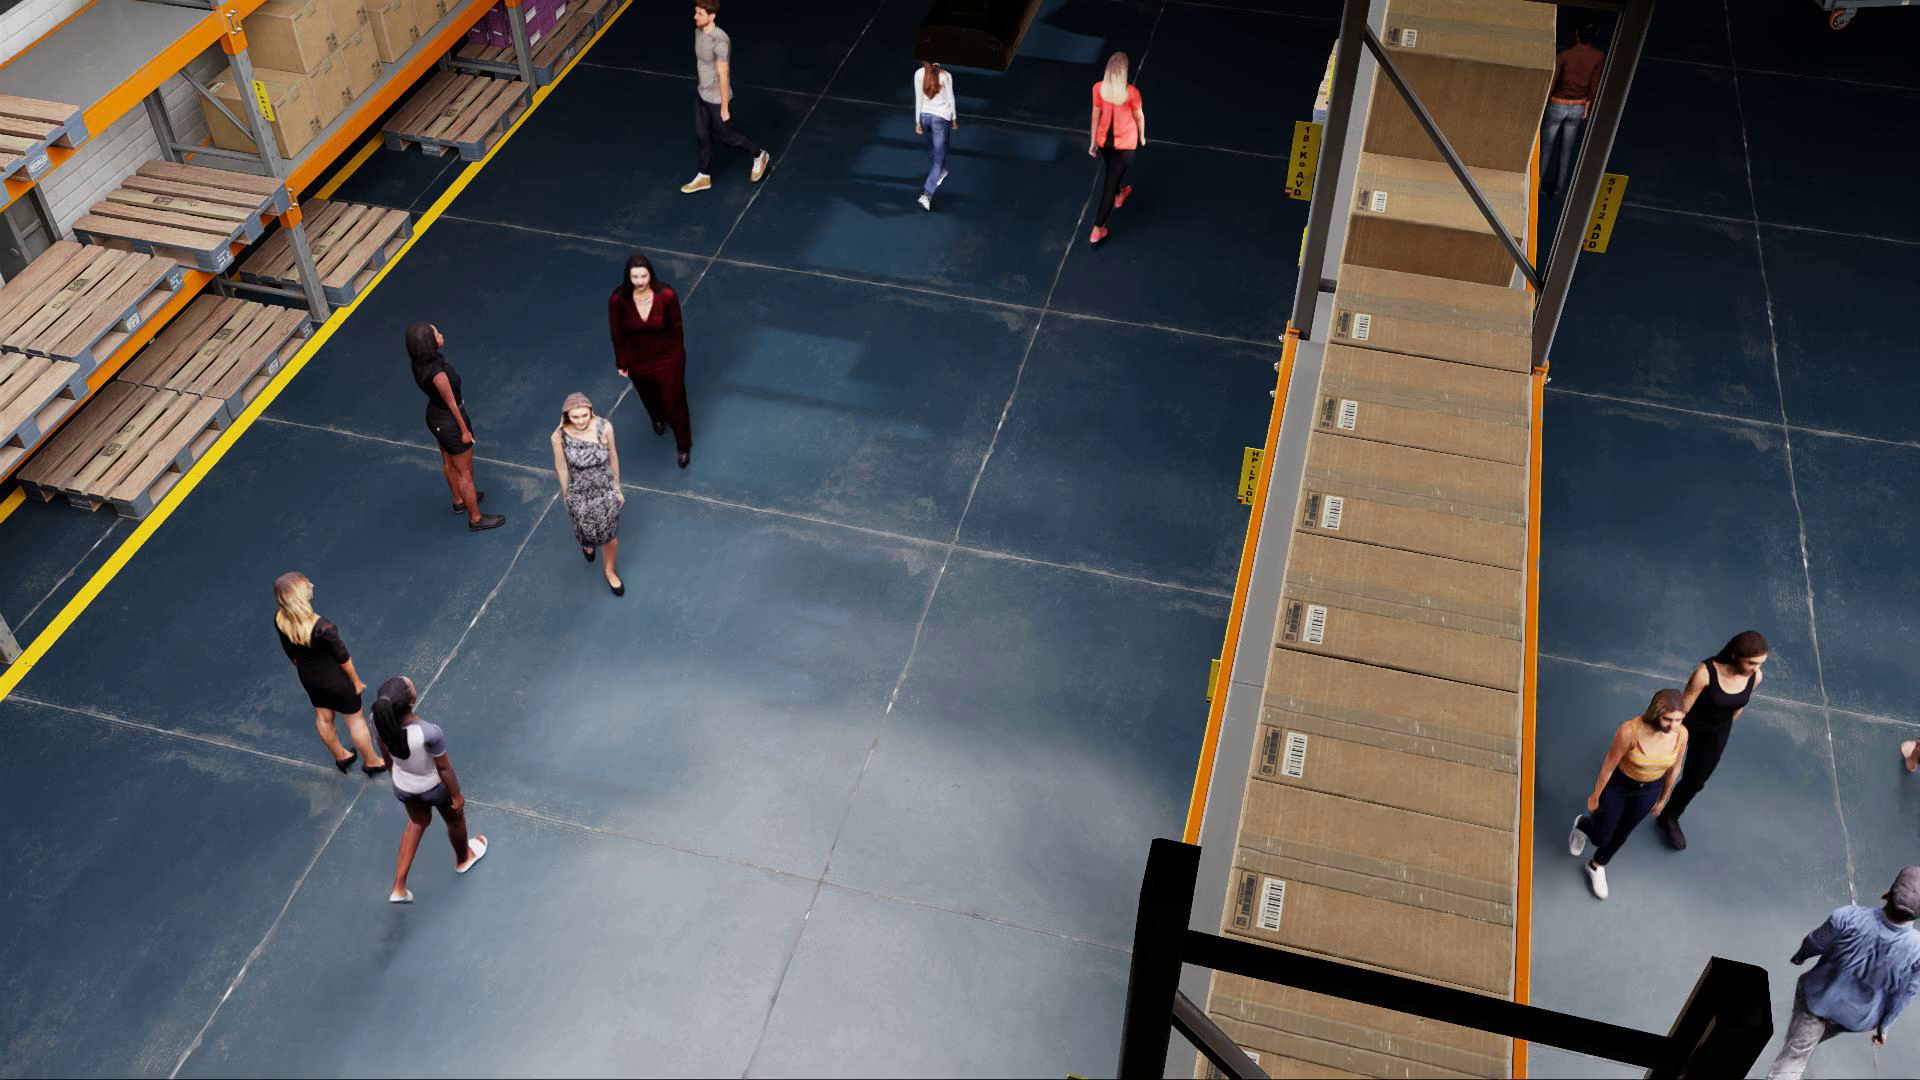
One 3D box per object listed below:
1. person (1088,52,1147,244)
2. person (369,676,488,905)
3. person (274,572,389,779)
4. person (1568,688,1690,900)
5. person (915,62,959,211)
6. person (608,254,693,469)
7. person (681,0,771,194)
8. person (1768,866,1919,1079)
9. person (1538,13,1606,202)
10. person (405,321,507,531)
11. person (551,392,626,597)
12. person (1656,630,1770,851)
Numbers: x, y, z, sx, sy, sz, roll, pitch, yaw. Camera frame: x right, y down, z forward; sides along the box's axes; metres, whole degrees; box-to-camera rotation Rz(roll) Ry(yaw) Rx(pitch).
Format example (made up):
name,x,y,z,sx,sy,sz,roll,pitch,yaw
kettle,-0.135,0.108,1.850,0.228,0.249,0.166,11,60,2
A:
name,x,y,z,sx,sy,sz,roll,pitch,yaw
person,1.314,-3.366,14.424,0.807,1.646,1.213,22,48,21
person,-3.052,1.440,9.333,0.661,1.709,0.970,14,45,15
person,-3.807,0.835,9.992,0.557,1.676,0.473,12,45,13
person,3.785,1.360,9.479,0.678,1.624,0.768,0,44,0
person,-0.250,-3.696,14.856,0.598,1.528,1.085,16,46,16
person,-2.297,-1.439,12.339,0.882,1.730,1.084,-3,44,-3
person,-2.132,-4.008,14.932,1.192,1.874,1.087,-26,49,-25
person,4.367,2.346,8.289,0.888,1.837,1.224,22,48,22
person,5.398,-3.836,14.819,0.698,1.781,0.628,-1,44,-1
person,-3.585,-0.810,11.672,0.711,1.741,0.676,-28,50,-26
person,-2.486,-0.383,11.260,0.770,1.690,0.854,-12,45,-13
person,4.269,1.067,9.758,0.818,1.663,1.090,1,44,1
